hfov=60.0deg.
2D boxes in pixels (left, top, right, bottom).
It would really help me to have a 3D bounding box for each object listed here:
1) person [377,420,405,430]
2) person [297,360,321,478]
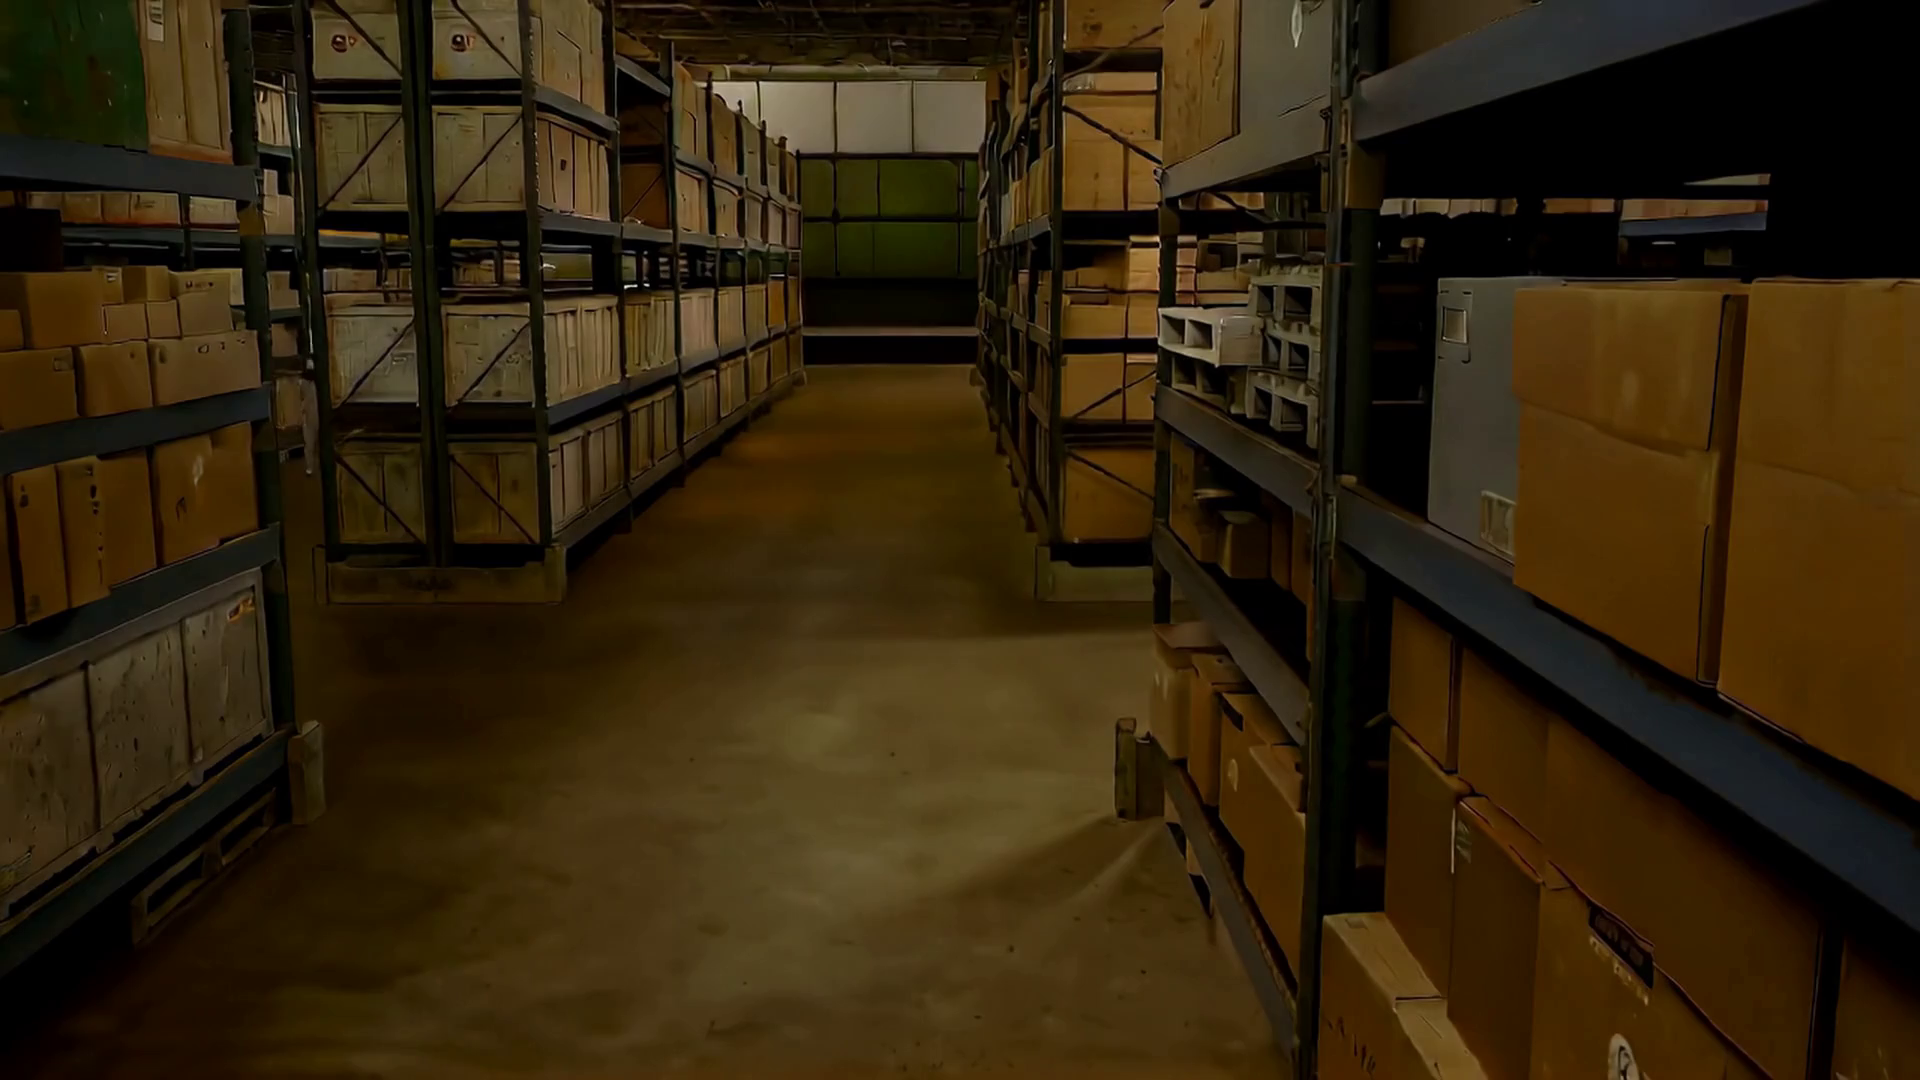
[{"bbox_3d":[-8.889,-2.127,25.967,0.644,1.877,0.847,-3,10,-17],"label":"person"},{"bbox_3d":[-9.422,-1.773,24.333,0.499,1.698,0.907,-2,10,-15],"label":"person"}]
